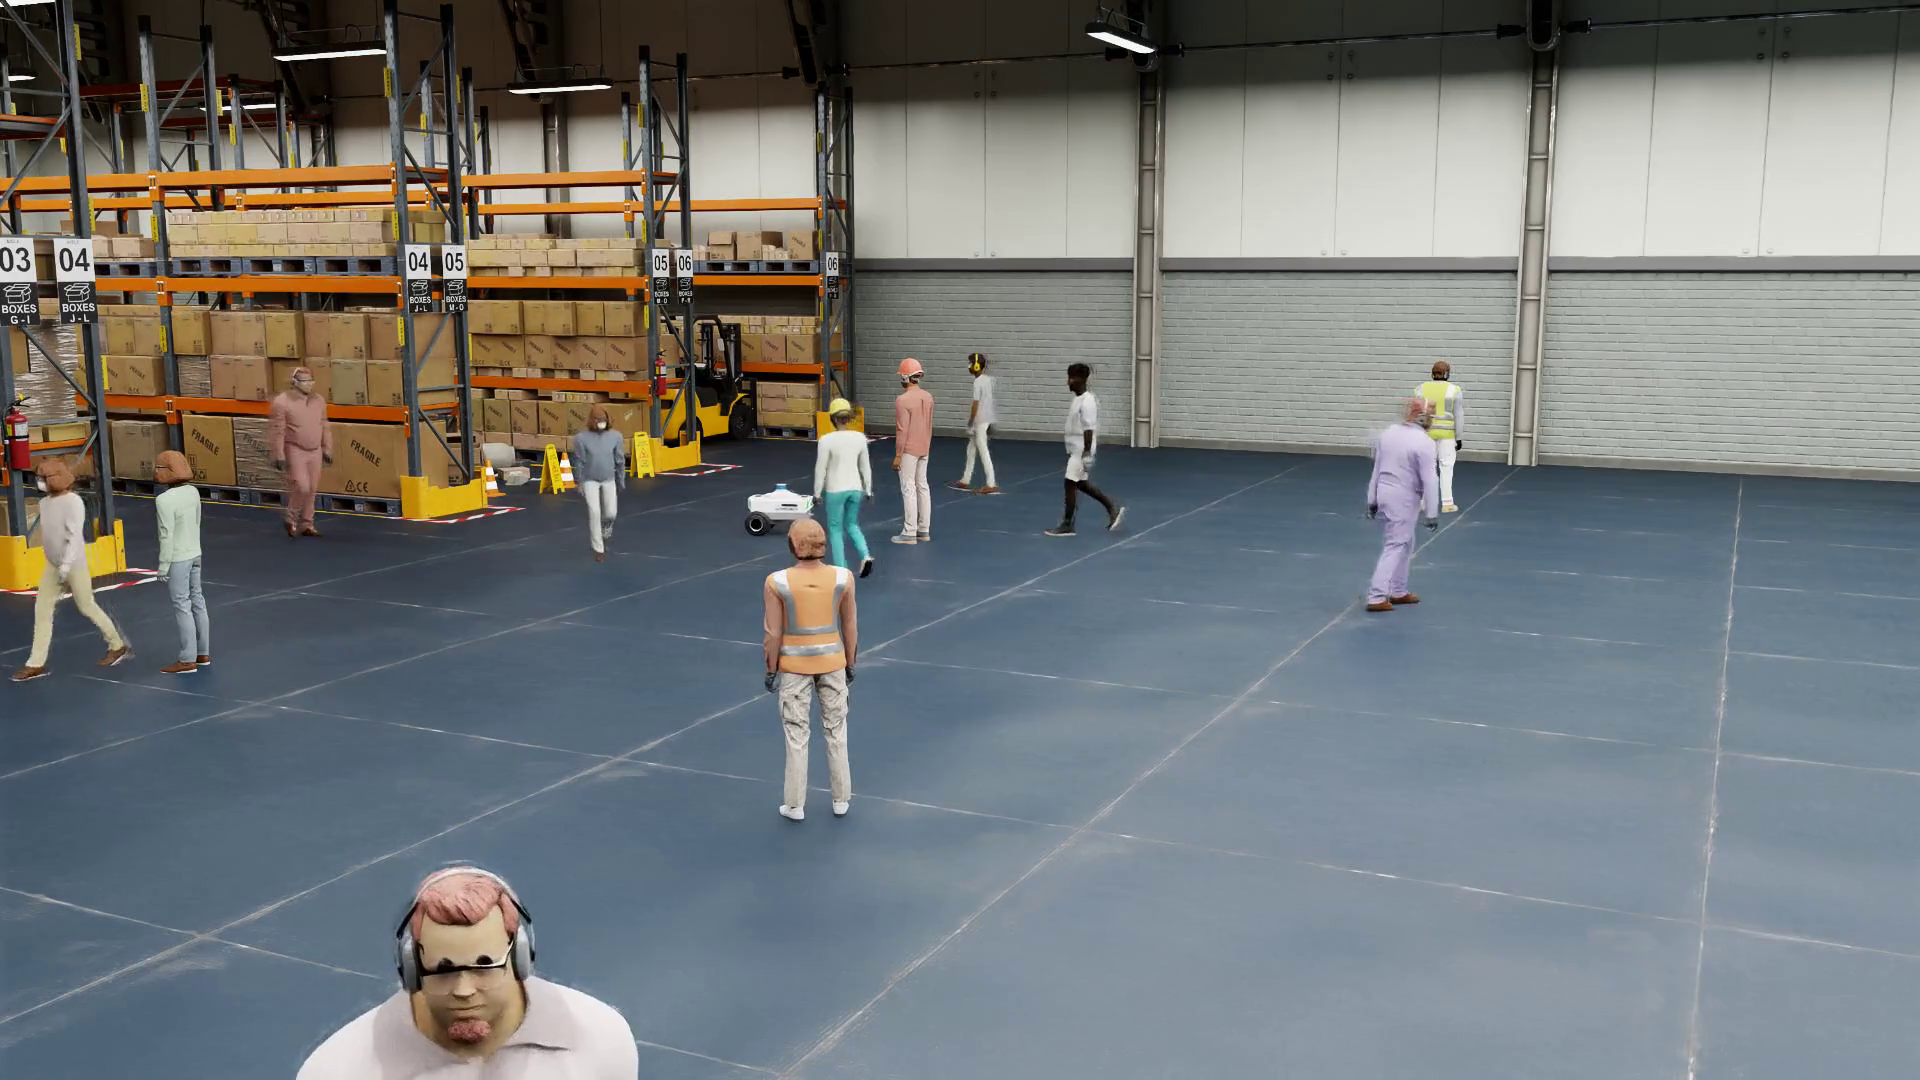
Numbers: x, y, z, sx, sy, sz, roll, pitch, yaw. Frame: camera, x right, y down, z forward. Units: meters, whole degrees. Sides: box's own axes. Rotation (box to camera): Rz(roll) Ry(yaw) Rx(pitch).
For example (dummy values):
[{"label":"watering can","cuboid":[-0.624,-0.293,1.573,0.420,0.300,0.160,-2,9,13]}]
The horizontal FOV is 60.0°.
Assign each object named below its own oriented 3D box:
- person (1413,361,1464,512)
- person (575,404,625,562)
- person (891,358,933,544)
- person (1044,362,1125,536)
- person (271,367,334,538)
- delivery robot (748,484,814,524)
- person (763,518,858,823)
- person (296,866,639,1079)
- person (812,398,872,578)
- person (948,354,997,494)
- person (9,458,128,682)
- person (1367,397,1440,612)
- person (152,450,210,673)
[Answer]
[{"label":"person","cuboid":[5.823,-1.255,20.226,0.626,1.842,0.429,7,11,36]},{"label":"person","cuboid":[-3.645,-0.586,16.832,0.505,1.614,0.461,-4,10,-22]},{"label":"person","cuboid":[-0.520,-0.953,17.893,0.382,1.993,0.622,6,11,32]},{"label":"person","cuboid":[1.395,-1.004,18.385,0.856,1.941,0.614,-1,9,-3]},{"label":"person","cuboid":[-7.167,-0.950,18.205,0.431,1.887,0.643,5,11,29]},{"label":"delivery robot","cuboid":[-1.985,-0.381,18.508,0.707,0.478,0.477,1,9,5]},{"label":"person","cuboid":[-0.793,0.695,8.882,0.513,1.640,0.309,-3,10,-17]},{"label":"person","cuboid":[-0.922,1.502,3.194,0.650,1.887,0.736,-3,10,-20]},{"label":"person","cuboid":[-1.091,-0.459,15.618,0.544,1.749,0.439,-7,12,-36]},{"label":"person","cuboid":[0.144,-1.524,21.870,0.797,1.841,0.564,2,10,15]},{"label":"person","cuboid":[-6.514,0.190,12.120,0.509,1.592,0.817,5,10,27]},{"label":"person","cuboid":[3.848,-0.298,14.309,0.762,1.857,0.646,-3,10,-20]},{"label":"person","cuboid":[-5.723,0.156,12.191,0.280,1.636,0.500,0,9,2]}]
